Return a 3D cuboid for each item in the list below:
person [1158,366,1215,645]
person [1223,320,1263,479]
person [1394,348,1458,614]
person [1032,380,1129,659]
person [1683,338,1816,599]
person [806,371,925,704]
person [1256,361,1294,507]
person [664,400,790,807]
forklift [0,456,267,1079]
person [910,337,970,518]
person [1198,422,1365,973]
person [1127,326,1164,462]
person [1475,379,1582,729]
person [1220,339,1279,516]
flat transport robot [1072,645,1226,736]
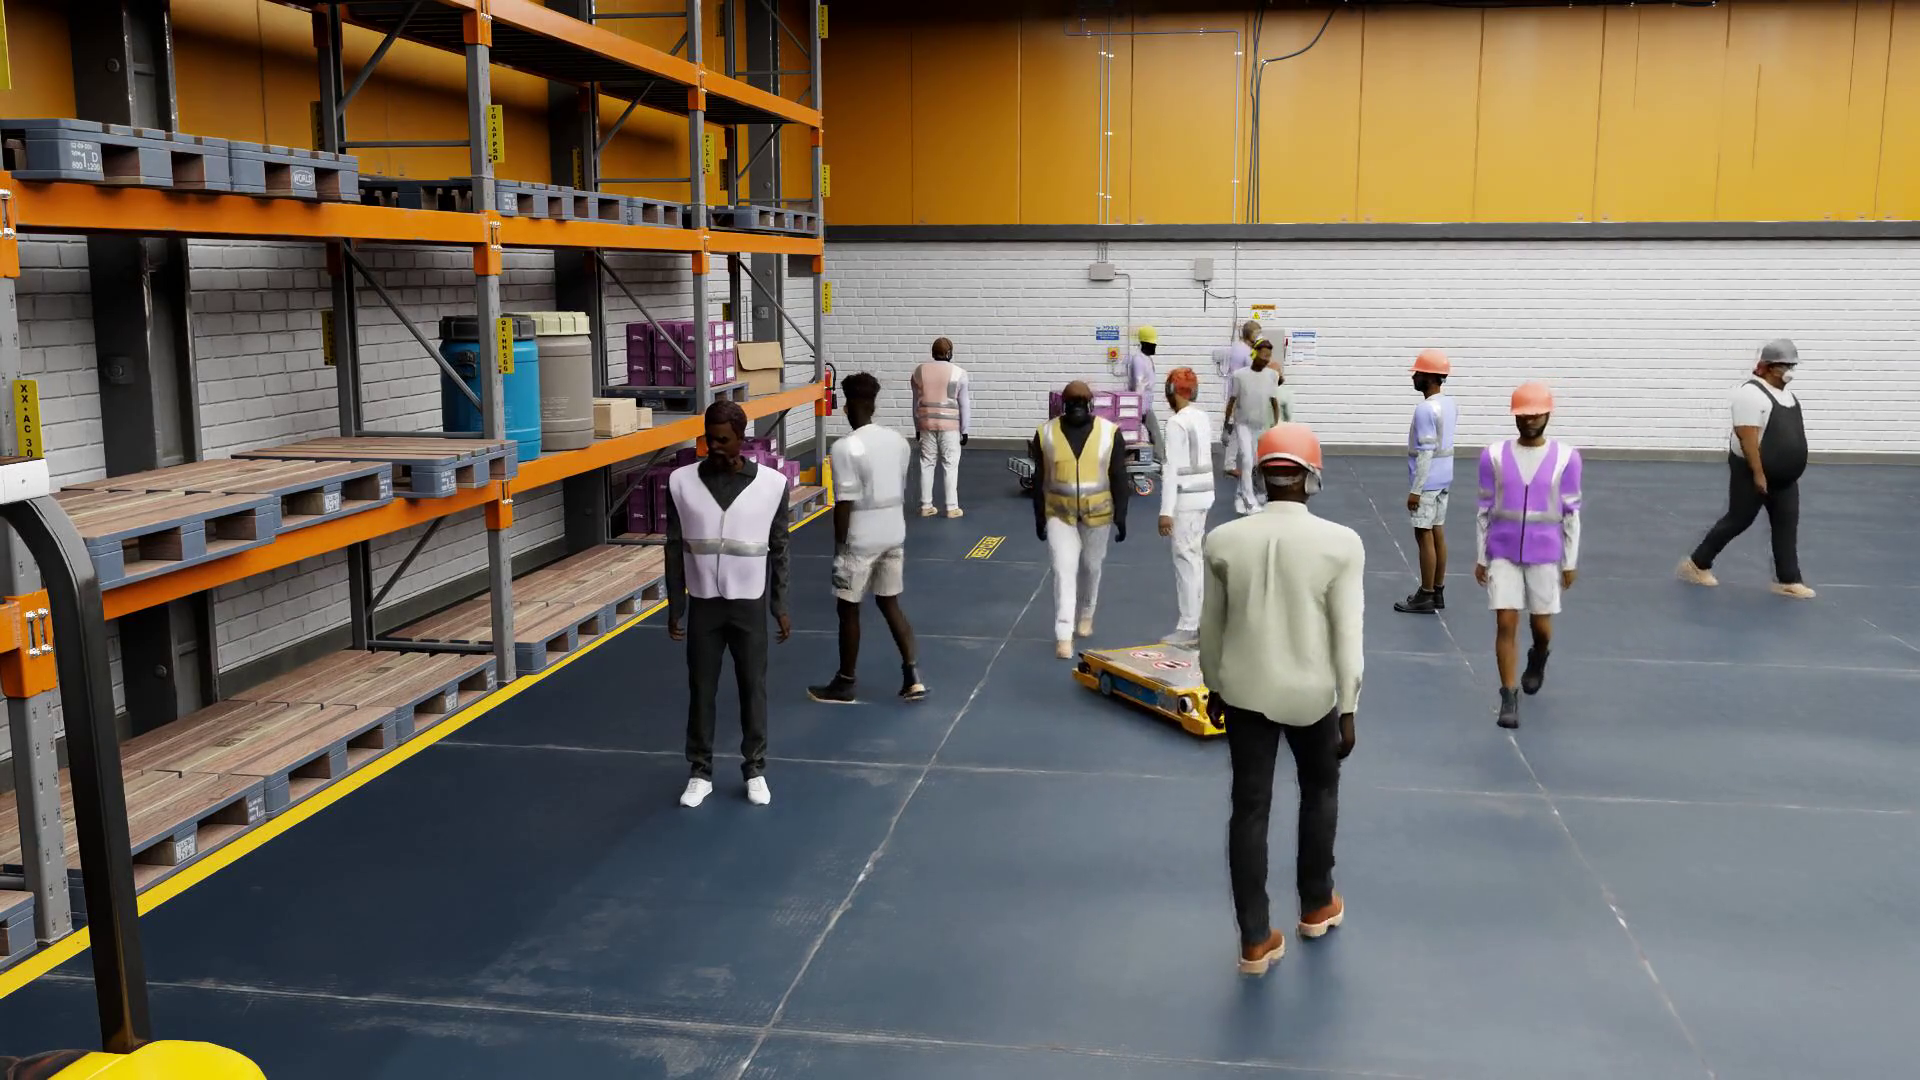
[{"bbox_3d":[1.515,-0.224,11.169,0.378,1.874,0.706,5,11,29],"label":"person"},{"bbox_3d":[3.524,-1.650,19.820,0.874,1.906,0.663,5,10,29],"label":"person"},{"bbox_3d":[3.423,-0.429,12.193,0.343,1.942,0.552,6,11,35],"label":"person"},{"bbox_3d":[0.800,-0.175,11.089,0.634,1.800,0.947,1,9,4],"label":"person"},{"bbox_3d":[6.173,-0.594,12.915,0.687,2.000,0.930,-5,11,-30],"label":"person"},{"bbox_3d":[-0.519,0.010,9.562,0.632,1.948,0.678,7,12,38],"label":"person"},{"bbox_3d":[3.153,-1.037,17.072,0.514,1.587,0.864,6,11,31],"label":"person"},{"bbox_3d":[-1.089,0.295,7.823,0.587,1.914,0.392,0,9,-3],"label":"person"},{"bbox_3d":[-2.328,0.975,2.765,2.313,2.155,1.214,1,9,9],"label":"forklift"},{"bbox_3d":[-0.189,-1.138,16.926,0.619,1.836,0.431,3,10,18],"label":"person"},{"bbox_3d":[1.199,0.546,6.122,0.636,1.953,0.861,4,10,25],"label":"person"},{"bbox_3d":[2.169,-1.614,19.778,1.033,1.860,0.614,4,10,21],"label":"person"},{"bbox_3d":[3.169,0.054,9.305,0.549,1.919,0.717,4,10,22],"label":"person"},{"bbox_3d":[2.956,-1.121,16.886,0.552,1.810,0.977,-2,9,-13],"label":"person"},{"bbox_3d":[1.278,0.828,9.585,0.652,0.197,1.431,-4,10,-25],"label":"flat transport robot"}]
